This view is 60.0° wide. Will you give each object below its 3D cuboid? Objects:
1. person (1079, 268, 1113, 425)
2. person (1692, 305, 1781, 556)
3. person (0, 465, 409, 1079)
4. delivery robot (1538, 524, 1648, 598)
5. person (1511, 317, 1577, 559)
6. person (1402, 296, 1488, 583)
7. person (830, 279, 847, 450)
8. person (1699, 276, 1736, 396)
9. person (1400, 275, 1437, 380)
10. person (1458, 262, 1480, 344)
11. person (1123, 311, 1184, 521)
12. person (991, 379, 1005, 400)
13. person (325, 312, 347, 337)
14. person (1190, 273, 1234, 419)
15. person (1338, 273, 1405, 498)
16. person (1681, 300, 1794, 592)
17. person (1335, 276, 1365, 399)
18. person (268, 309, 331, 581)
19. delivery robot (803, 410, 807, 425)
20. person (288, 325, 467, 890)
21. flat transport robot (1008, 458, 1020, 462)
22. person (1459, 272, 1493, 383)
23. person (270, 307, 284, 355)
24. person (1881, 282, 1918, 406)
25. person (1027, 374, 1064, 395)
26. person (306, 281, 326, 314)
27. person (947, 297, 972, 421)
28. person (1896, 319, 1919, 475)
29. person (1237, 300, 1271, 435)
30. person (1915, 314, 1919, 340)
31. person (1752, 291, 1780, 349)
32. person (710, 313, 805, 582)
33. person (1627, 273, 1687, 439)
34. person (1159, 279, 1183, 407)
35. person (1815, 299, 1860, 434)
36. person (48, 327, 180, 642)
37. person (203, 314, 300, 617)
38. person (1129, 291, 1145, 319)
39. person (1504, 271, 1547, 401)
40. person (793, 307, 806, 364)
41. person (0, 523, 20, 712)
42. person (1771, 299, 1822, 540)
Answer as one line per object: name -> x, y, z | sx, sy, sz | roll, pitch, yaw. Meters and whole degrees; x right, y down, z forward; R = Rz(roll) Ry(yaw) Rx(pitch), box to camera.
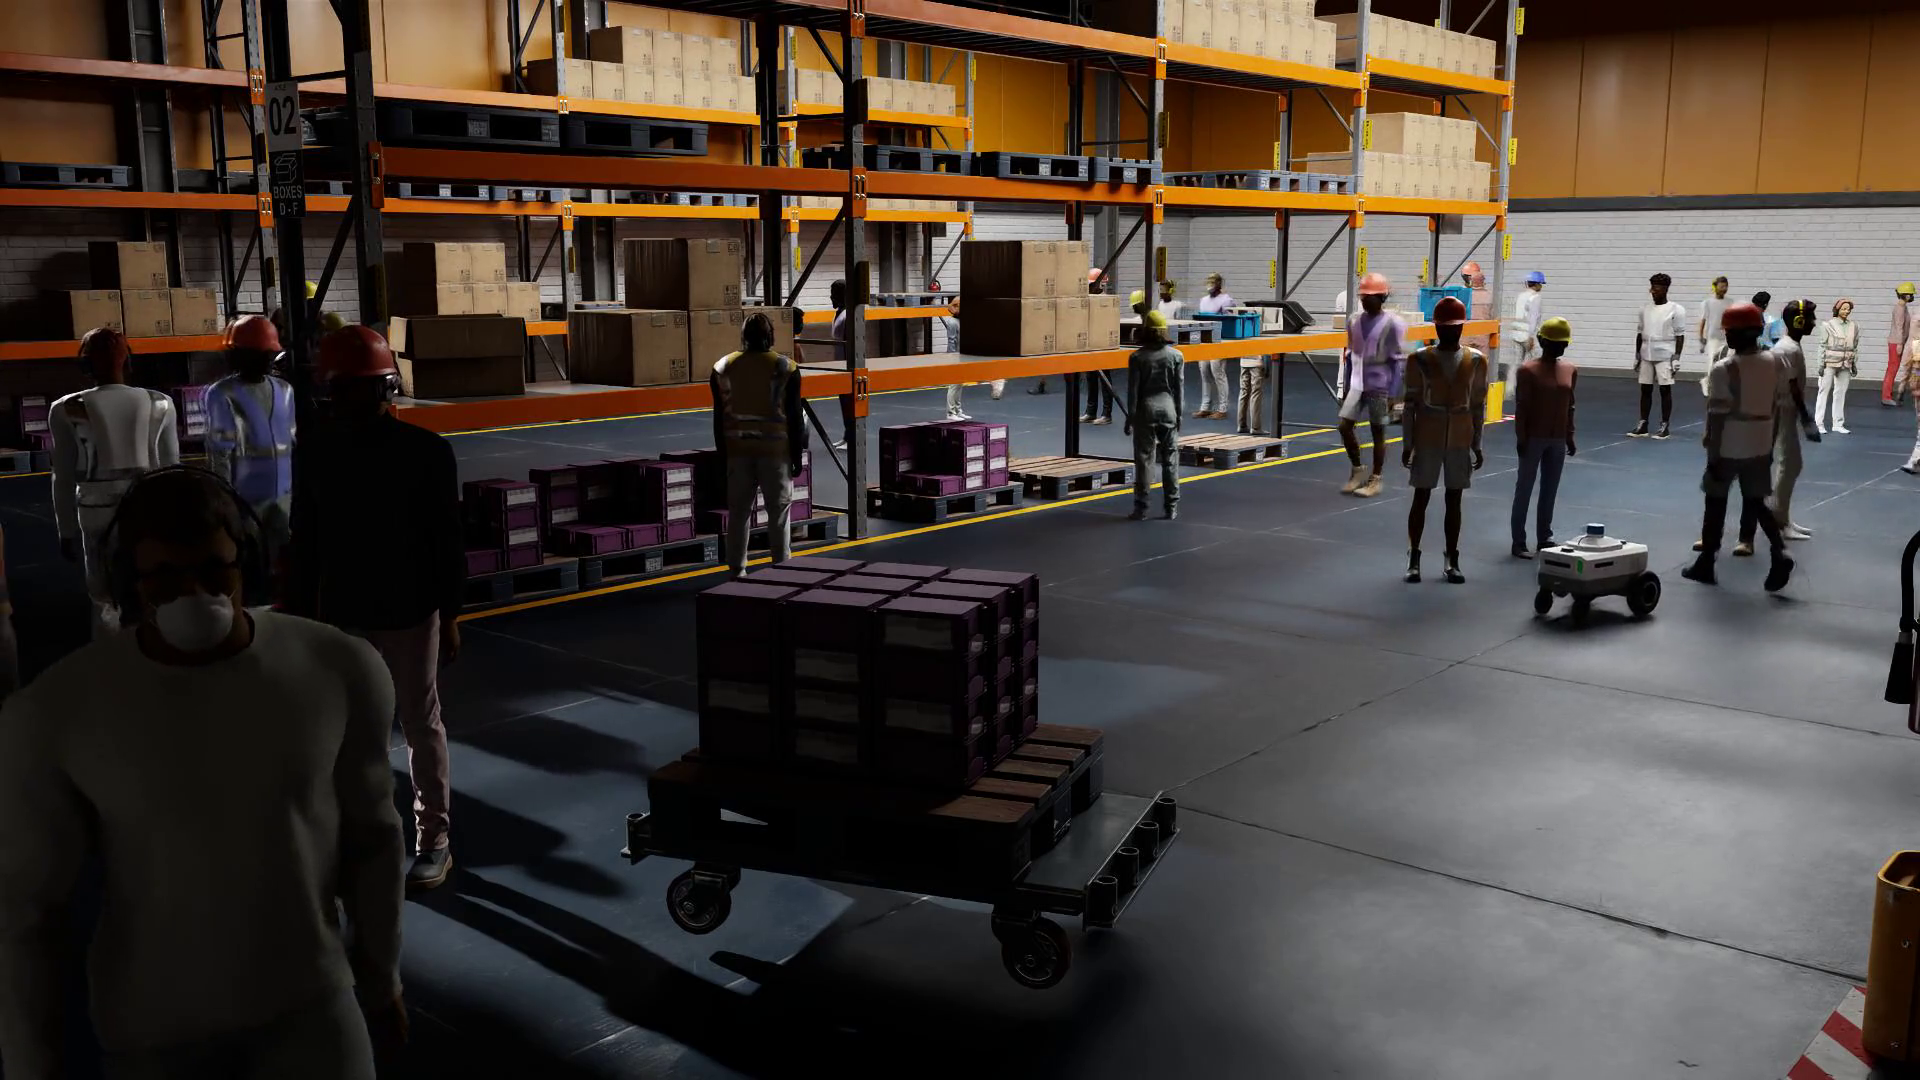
person -> 1.748, -2.468, 21.292 | 0.397, 1.992, 0.621 | -8, 12, -37
person -> 5.742, -0.808, 12.267 | 0.346, 1.845, 0.505 | -9, 14, -43
person -> -1.203, 0.833, 2.738 | 0.655, 1.904, 0.830 | -6, 12, -30
delivery robot -> 3.900, 0.143, 10.247 | 0.707, 0.478, 0.477 | -6, 12, -33
person -> 4.275, -0.743, 12.136 | 0.522, 1.764, 0.318 | -4, 11, -21
person -> 3.256, -0.666, 11.190 | 0.550, 1.935, 0.376 | 1, 10, 7
person -> -1.265, -1.956, 18.636 | 0.392, 1.911, 0.581 | -2, 10, -13
person -> 11.142, -2.956, 24.489 | 0.523, 1.851, 0.702 | -1, 10, -4
person -> 7.775, -3.578, 28.158 | 0.926, 1.803, 0.574 | -1, 10, -4
person -> 7.609, -3.131, 24.937 | 0.611, 2.038, 0.396 | -8, 13, -38
person -> 1.604, -1.028, 13.835 | 0.510, 1.734, 0.346 | -2, 10, -11
person -> 0.551, -3.101, 25.068 | 0.614, 1.948, 1.036 | 2, 10, 12
person -> -4.523, -0.767, 12.185 | 0.596, 1.795, 0.863 | 3, 11, 19
person -> 3.356, -2.541, 21.926 | 0.531, 1.941, 0.639 | -6, 12, -31
person -> 3.657, -1.376, 14.965 | 0.524, 2.029, 0.635 | -9, 13, -40
person -> 5.172, -0.615, 10.963 | 0.578, 1.915, 0.802 | -1, 10, -8
person -> 5.926, -3.052, 24.892 | 0.636, 1.902, 0.404 | 1, 10, 8
person -> -4.426, -0.637, 11.297 | 0.649, 1.858, 0.993 | 5, 11, 26
delivery robot -> -1.943, -1.368, 18.860 | 0.477, 0.478, 0.707 | 0, 10, 2
person -> -2.046, 0.248, 5.824 | 0.622, 1.992, 0.396 | 1, 10, 6
flat transport robot -> -0.054, -0.765, 16.498 | 0.652, 0.197, 1.431 | 9, 13, 40
person -> 7.631, -2.996, 24.648 | 0.681, 1.899, 0.409 | 4, 11, 21
person -> -7.264, -1.688, 17.910 | 0.505, 1.627, 0.284 | 6, 12, 33
person -> 13.485, -2.804, 23.857 | 0.327, 1.767, 0.533 | 5, 11, 26
person -> 1.441, -3.193, 25.669 | 0.768, 1.908, 0.578 | -4, 11, -21
person -> -6.633, -1.696, 17.128 | 0.588, 1.919, 0.401 | 4, 11, 21
person -> -0.026, -2.366, 21.771 | 0.294, 1.623, 0.508 | 3, 10, 16
person -> 9.588, -1.448, 16.566 | 0.834, 1.598, 0.536 | -5, 11, -25
person -> 3.571, -2.089, 20.164 | 0.311, 1.634, 0.518 | -6, 12, -32
person -> 11.315, -2.023, 19.155 | 0.631, 1.866, 0.956 | 5, 11, 25
person -> 10.418, -2.395, 21.737 | 0.533, 1.692, 0.319 | 8, 13, 38
person -> -1.324, -0.578, 11.008 | 0.622, 1.835, 0.430 | 2, 10, 10
person -> 8.263, -2.174, 19.699 | 0.368, 1.965, 0.609 | -6, 12, -33
person -> 2.697, -2.593, 22.421 | 0.790, 1.838, 0.575 | -6, 12, -31
person -> 10.686, -2.111, 20.268 | 0.514, 1.641, 0.308 | -1, 10, -7
person -> -4.066, -0.086, 8.063 | 0.579, 1.879, 0.348 | -8, 13, -39
person -> -3.870, -0.286, 9.123 | 0.829, 1.905, 0.557 | 6, 12, 31
person -> 2.330, -2.254, 20.830 | 0.707, 1.711, 0.601 | -7, 12, -36
person -> 8.411, -2.986, 24.438 | 0.792, 1.912, 0.643 | -2, 10, -10
person -> -1.643, -1.404, 16.087 | 0.322, 1.693, 0.535 | -3, 10, -16
person -> -3.044, 0.489, 4.773 | 0.632, 1.891, 0.394 | -5, 11, -28
person -> 6.458, -0.920, 12.865 | 0.405, 1.864, 0.533 | 4, 11, 24
